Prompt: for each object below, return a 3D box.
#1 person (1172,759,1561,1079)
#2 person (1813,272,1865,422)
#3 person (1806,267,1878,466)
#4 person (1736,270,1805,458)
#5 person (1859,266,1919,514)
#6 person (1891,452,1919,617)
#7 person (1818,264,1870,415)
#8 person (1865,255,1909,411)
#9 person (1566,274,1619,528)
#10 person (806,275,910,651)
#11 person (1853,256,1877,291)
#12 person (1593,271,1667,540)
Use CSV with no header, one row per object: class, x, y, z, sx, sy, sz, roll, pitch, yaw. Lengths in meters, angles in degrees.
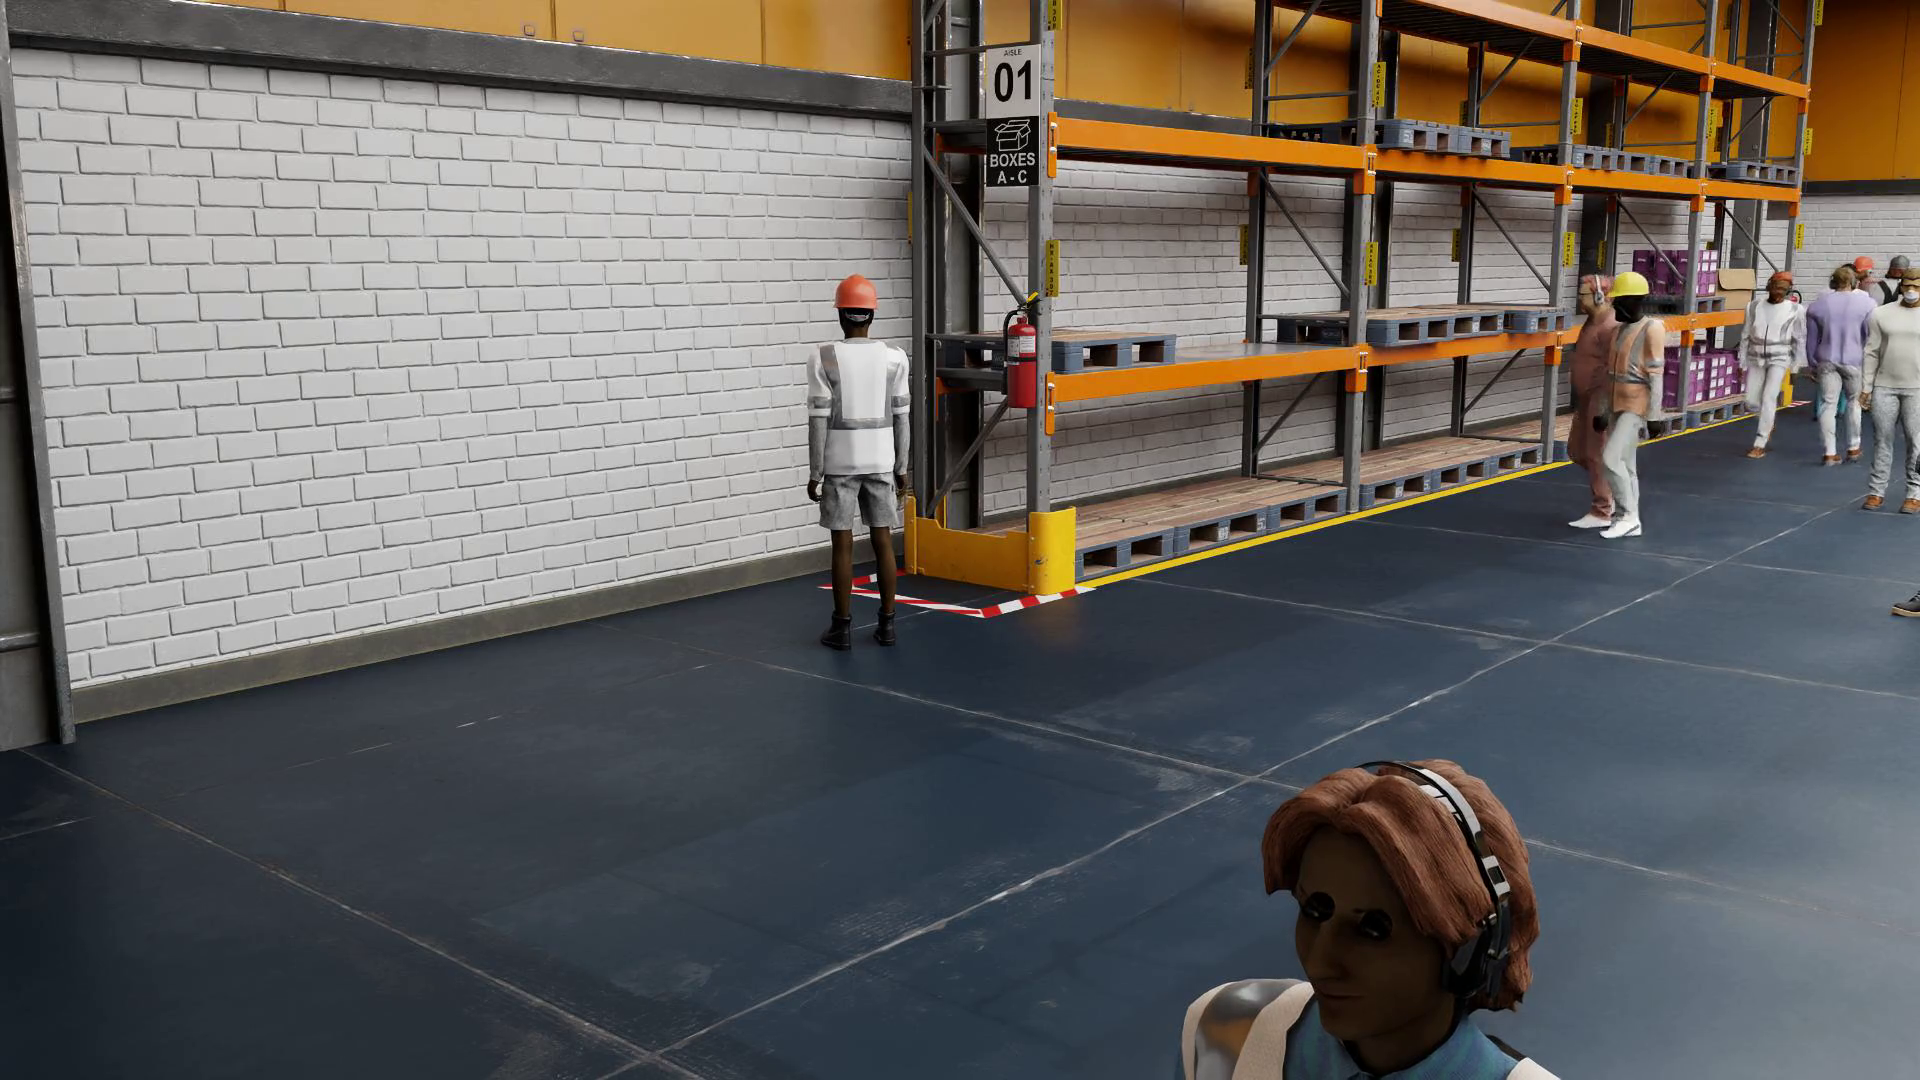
person,0.380,0.994,1.560,0.514,1.642,0.310,9,14,43
person,10.616,-2.332,20.068,0.663,1.787,0.887,8,13,37
person,8.536,-1.679,16.086,0.684,1.882,0.953,7,12,35
person,8.066,-1.749,16.559,0.599,1.857,0.550,10,14,44
person,7.439,-1.178,13.096,0.639,1.936,0.381,10,14,43
person,5.510,-0.495,9.131,0.381,1.958,0.602,-2,10,-13
person,11.070,-2.507,20.822,0.611,1.868,0.972,9,13,41
person,11.866,-2.662,21.238,0.688,2.000,0.964,8,13,38
person,4.772,-1.020,12.341,0.494,1.890,0.660,1,10,5
person,-0.534,-0.395,8.620,0.551,1.936,0.356,-4,11,-20
person,12.222,-2.845,22.477,0.533,1.974,0.637,1,10,4
person,4.695,-0.939,11.802,0.514,1.905,0.607,-1,10,-6
